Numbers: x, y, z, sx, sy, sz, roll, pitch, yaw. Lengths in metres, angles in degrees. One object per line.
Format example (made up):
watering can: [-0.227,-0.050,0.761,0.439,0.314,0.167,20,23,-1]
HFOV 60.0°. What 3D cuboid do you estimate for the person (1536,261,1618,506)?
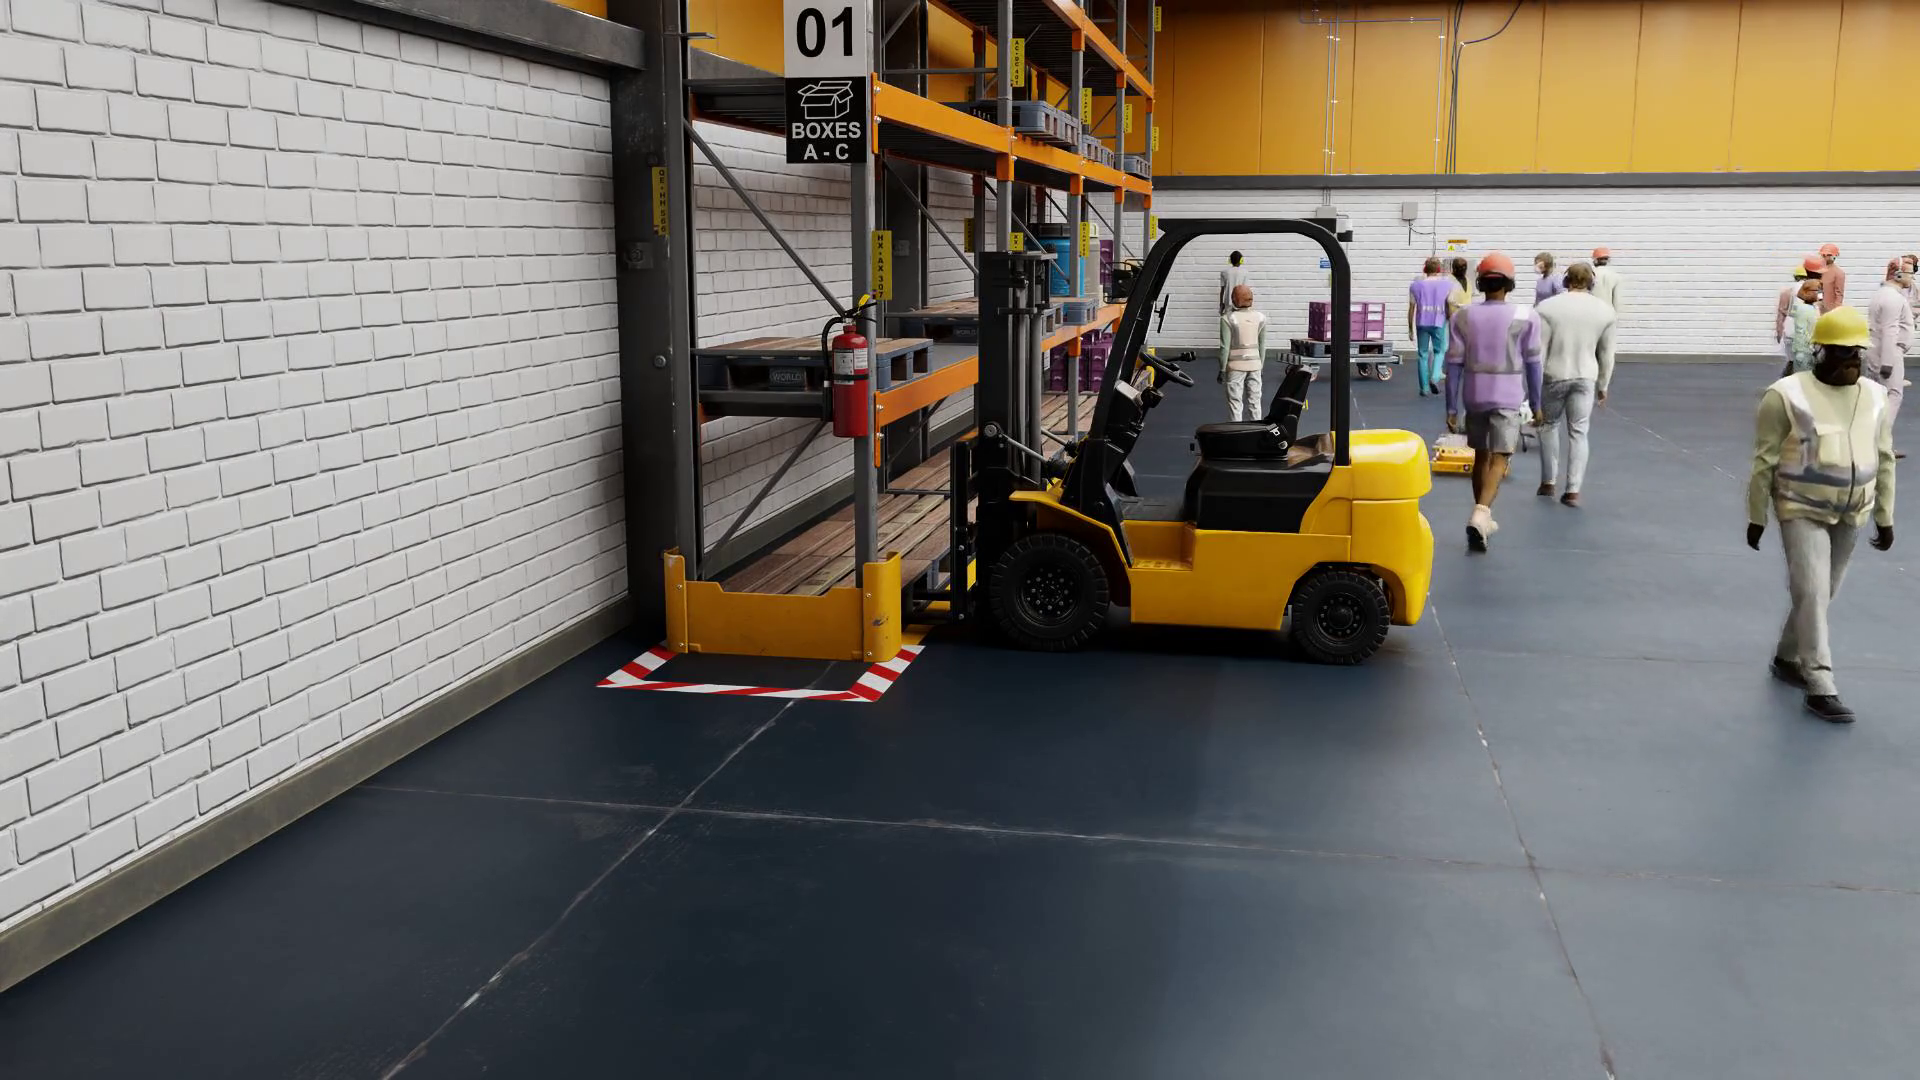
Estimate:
person: [4.819,-1.241,13.138,0.646,1.894,0.858,2,11,12]

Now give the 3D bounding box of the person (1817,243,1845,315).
person: [12.768,-3.379,24.589,0.375,1.997,0.612,-2,11,-12]

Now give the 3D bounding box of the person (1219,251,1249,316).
person: [4.653,-3.975,28.250,0.504,1.861,0.329,4,11,19]

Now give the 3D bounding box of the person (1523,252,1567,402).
person: [7.345,-2.659,20.942,0.807,1.885,0.705,0,10,-1]

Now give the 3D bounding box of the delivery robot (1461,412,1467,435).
delivery robot: [5.106,-1.160,16.121,0.477,0.478,0.707,6,12,30]

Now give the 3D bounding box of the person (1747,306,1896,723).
person: [3.878,-0.144,7.440,0.611,1.794,0.845,-1,10,-6]

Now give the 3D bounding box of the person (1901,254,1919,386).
person: [13.310,-3.097,23.474,0.429,1.844,0.627,5,11,24]

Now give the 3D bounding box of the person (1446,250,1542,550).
person: [3.584,-0.949,11.266,0.609,2.008,0.983,7,13,34]

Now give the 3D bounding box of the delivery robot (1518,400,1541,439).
delivery robot: [5.690,-1.217,16.439,0.477,0.478,0.707,2,10,10]

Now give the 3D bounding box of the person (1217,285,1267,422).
person: [2.695,-1.612,15.895,0.514,1.637,0.314,-4,11,-21]

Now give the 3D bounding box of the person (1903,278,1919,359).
person: [13.891,-3.252,24.623,0.469,1.725,0.495,-9,14,-42]

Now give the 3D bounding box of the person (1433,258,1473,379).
person: [7.295,-3.218,24.299,0.634,1.775,1.015,-6,12,-30]

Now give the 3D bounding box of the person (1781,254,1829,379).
person: [10.097,-2.479,19.955,0.573,1.885,0.586,10,14,43]

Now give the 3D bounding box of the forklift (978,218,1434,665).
forklift: [1.285,-0.567,8.635,2.313,2.155,1.214,2,11,11]

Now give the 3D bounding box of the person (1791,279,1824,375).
person: [9.281,-2.041,18.253,0.278,1.633,0.507,9,14,42]

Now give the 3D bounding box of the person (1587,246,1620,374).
person: [9.407,-3.333,24.436,0.611,1.970,0.876,-3,11,-14]

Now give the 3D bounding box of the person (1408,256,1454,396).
person: [6.177,-2.795,21.829,0.603,1.830,0.452,3,11,17]

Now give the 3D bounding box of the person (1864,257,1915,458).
person: [8.872,-1.739,15.889,0.400,1.896,0.651,3,11,14]

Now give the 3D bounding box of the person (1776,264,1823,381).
person: [10.784,-2.666,21.360,0.524,1.752,0.371,-1,10,-3]

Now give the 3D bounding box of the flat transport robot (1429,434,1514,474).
flat transport robot: [4.672,-0.793,15.146,0.652,0.197,1.431,4,11,21]
